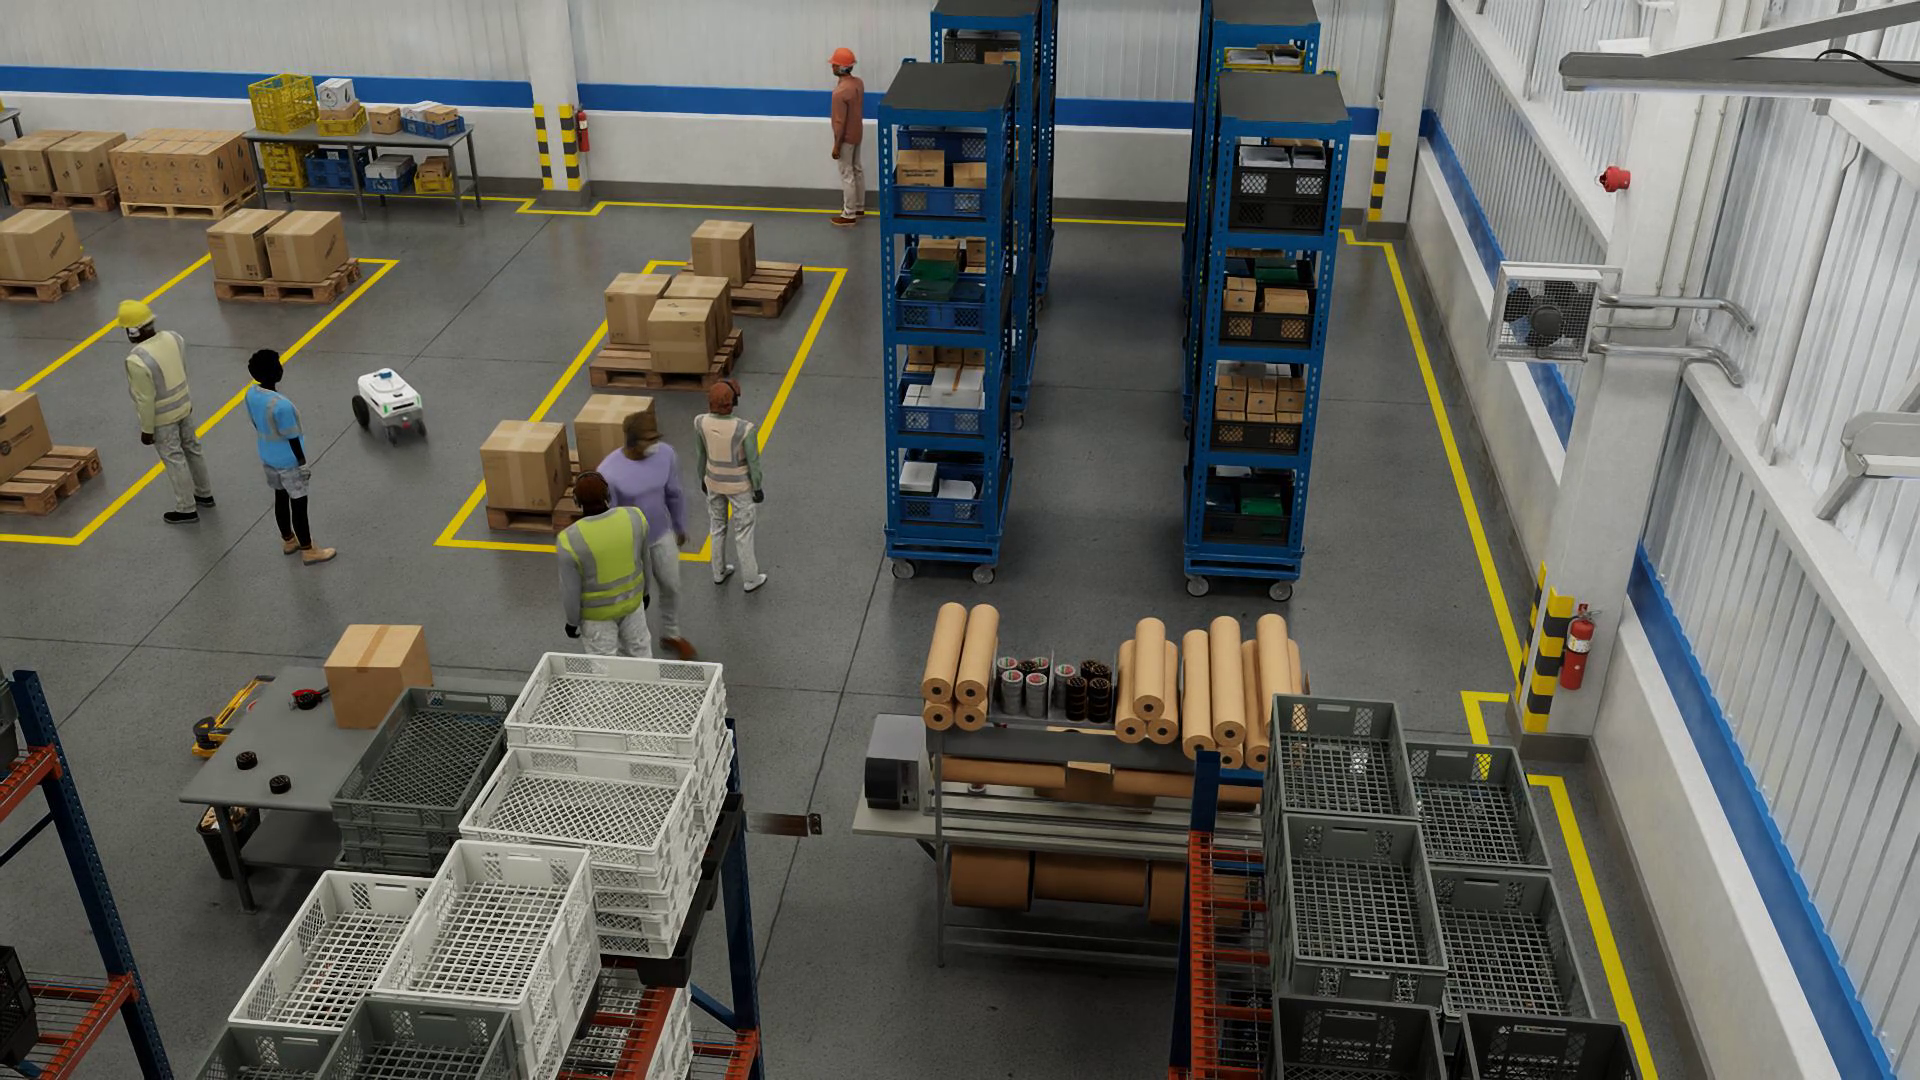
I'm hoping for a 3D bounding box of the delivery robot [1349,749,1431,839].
[{"bbox_3d":[2.481,1.505,9.690,0.477,0.478,0.707,-3,30,-6],"label":"delivery robot"}]

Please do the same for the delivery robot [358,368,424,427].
[{"bbox_3d":[-4.941,-1.247,14.410,0.477,0.478,0.707,-19,35,-31],"label":"delivery robot"}]

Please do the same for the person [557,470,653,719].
[{"bbox_3d":[-2.206,0.396,10.421,0.619,1.840,0.430,-22,37,-33],"label":"person"}]

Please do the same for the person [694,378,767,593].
[{"bbox_3d":[-1.658,-0.390,11.976,0.518,1.633,0.312,13,33,22],"label":"person"}]

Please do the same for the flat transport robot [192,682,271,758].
[{"bbox_3d":[-4.089,1.163,10.648,1.431,0.197,0.652,3,30,6],"label":"flat transport robot"}]

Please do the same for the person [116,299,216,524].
[{"bbox_3d":[-6.137,-0.995,12.815,0.403,1.831,0.588,5,31,9],"label":"person"}]

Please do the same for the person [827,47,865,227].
[{"bbox_3d":[-1.279,-4.546,18.756,0.386,1.995,0.630,11,32,18],"label":"person"}]

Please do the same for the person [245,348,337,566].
[{"bbox_3d":[-4.988,-0.617,12.298,0.540,1.696,0.315,23,37,34],"label":"person"}]

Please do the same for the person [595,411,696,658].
[{"bbox_3d":[-2.123,0.017,10.980,0.736,1.929,0.398,-26,39,-37],"label":"person"}]
